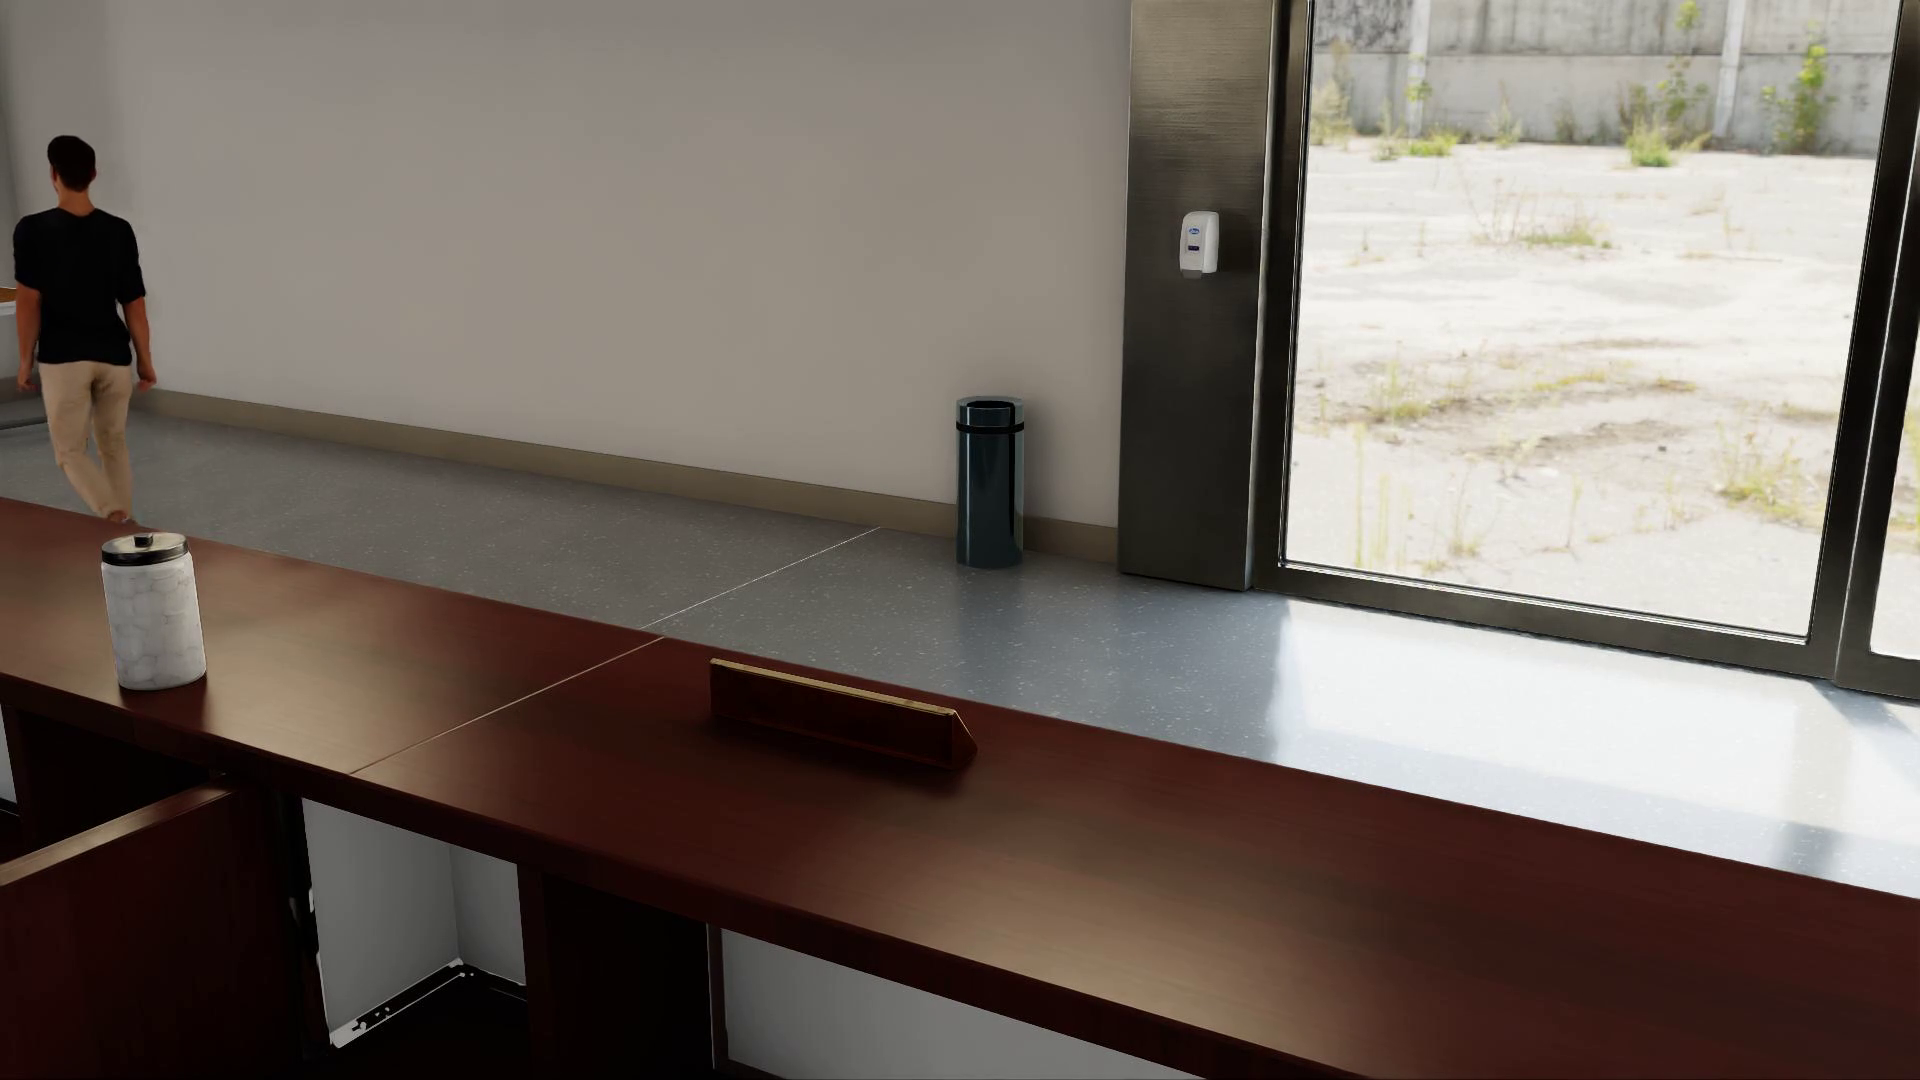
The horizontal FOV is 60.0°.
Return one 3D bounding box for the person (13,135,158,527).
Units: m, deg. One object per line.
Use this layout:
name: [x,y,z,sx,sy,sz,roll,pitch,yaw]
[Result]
person: [-3.595,-0.714,6.900,1.081,1.834,0.898,-15,21,-42]
